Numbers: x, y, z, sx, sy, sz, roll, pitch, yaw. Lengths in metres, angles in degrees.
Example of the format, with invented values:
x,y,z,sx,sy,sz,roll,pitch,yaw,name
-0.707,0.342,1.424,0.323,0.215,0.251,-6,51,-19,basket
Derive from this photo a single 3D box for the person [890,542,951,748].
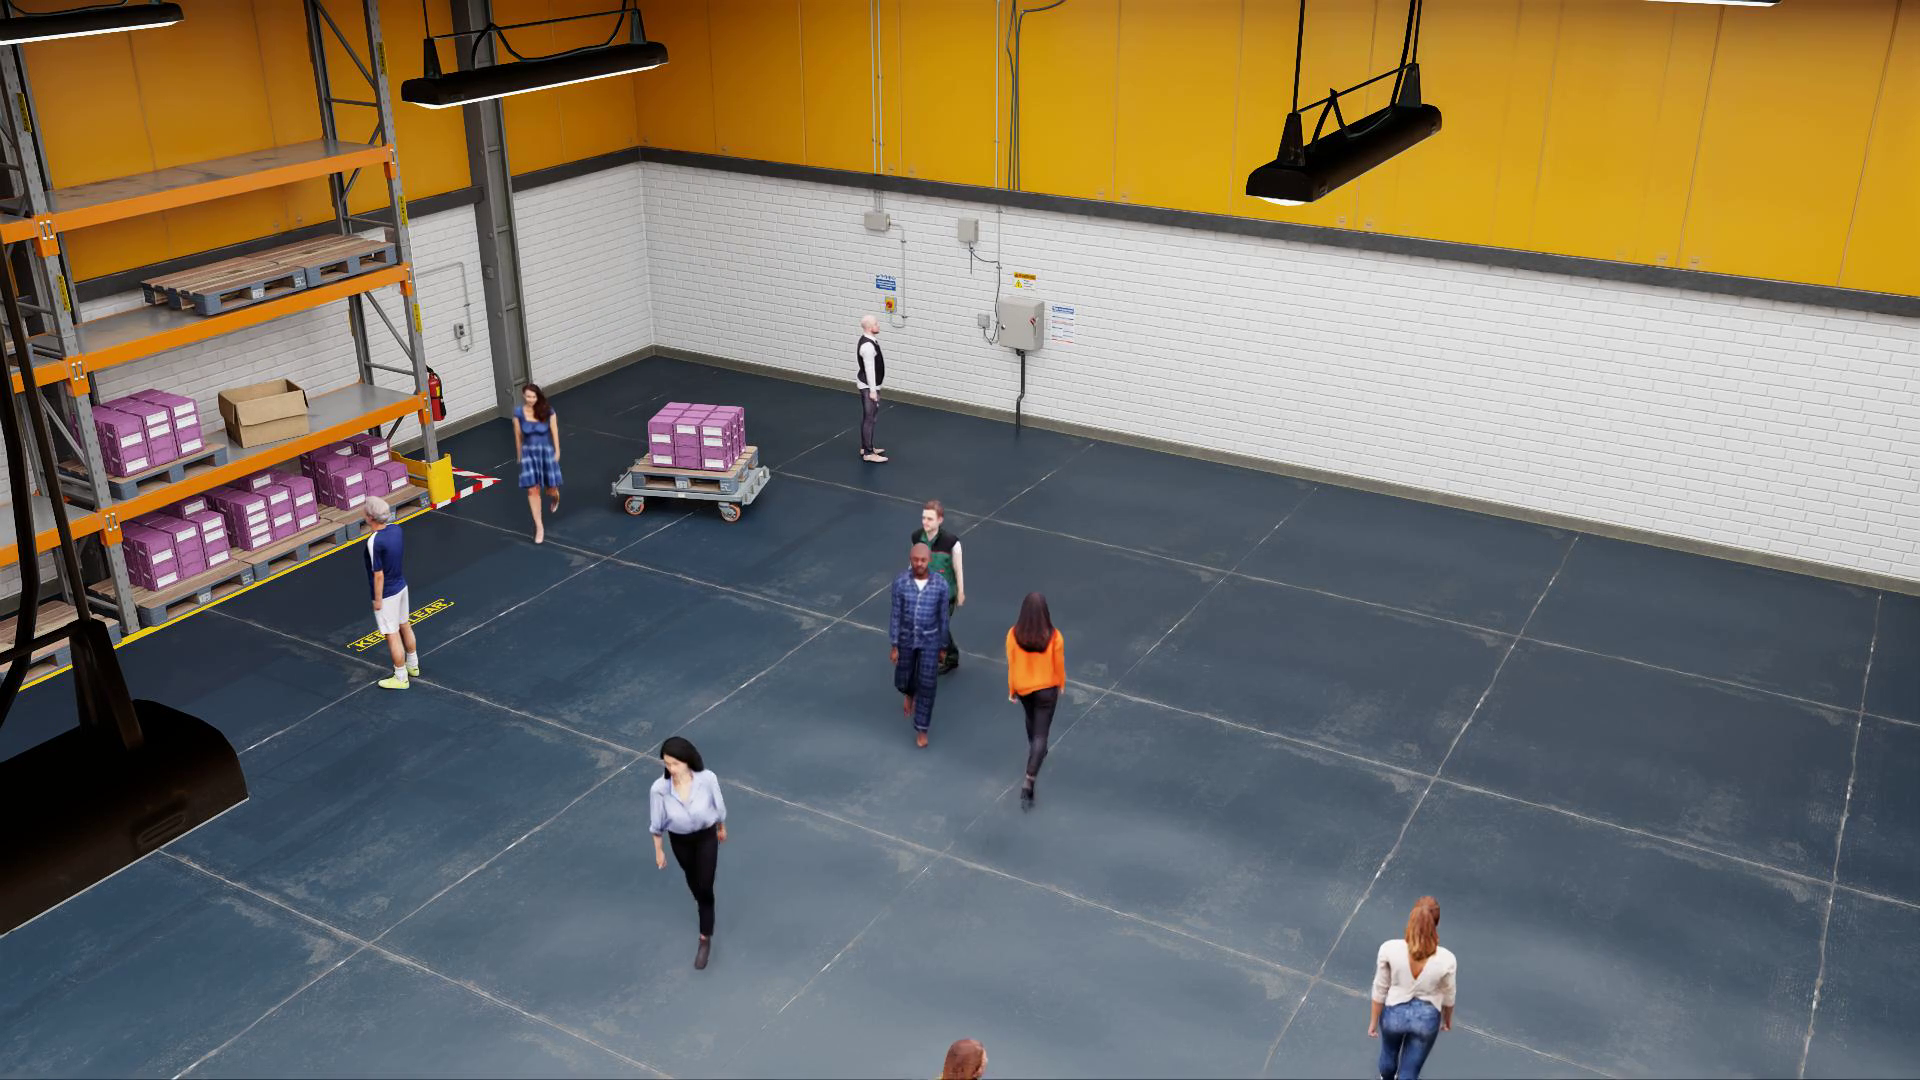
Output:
x,y,z,sx,sy,sz,roll,pitch,yaw,name
-0.359,0.832,14.208,0.907,1.806,1.034,0,24,1,person

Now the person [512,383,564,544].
x,y,z,sx,sy,sz,roll,pitch,yaw,name
-4.575,-0.872,18.129,0.908,1.789,1.035,-1,24,-2,person

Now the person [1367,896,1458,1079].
x,y,z,sx,sy,sz,roll,pitch,yaw,name
2.603,2.879,9.679,0.736,1.684,1.050,8,25,18,person

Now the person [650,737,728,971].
x,y,z,sx,sy,sz,roll,pitch,yaw,name
-1.835,2.055,11.558,1.027,1.689,1.150,-5,24,-10,person

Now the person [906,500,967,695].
x,y,z,sx,sy,sz,roll,pitch,yaw,name
-0.188,0.490,15.012,0.698,1.789,1.137,15,28,30,person

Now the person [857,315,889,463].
x,y,z,sx,sy,sz,roll,pitch,yaw,name
-1.096,-1.870,20.369,0.839,1.823,0.749,-4,24,-8,person

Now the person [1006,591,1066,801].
x,y,z,sx,sy,sz,roll,pitch,yaw,name
0.600,1.269,13.333,0.729,1.706,1.174,9,25,19,person

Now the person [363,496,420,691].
x,y,z,sx,sy,sz,roll,pitch,yaw,name
-5.158,0.457,15.027,0.771,1.839,0.627,3,24,7,person
